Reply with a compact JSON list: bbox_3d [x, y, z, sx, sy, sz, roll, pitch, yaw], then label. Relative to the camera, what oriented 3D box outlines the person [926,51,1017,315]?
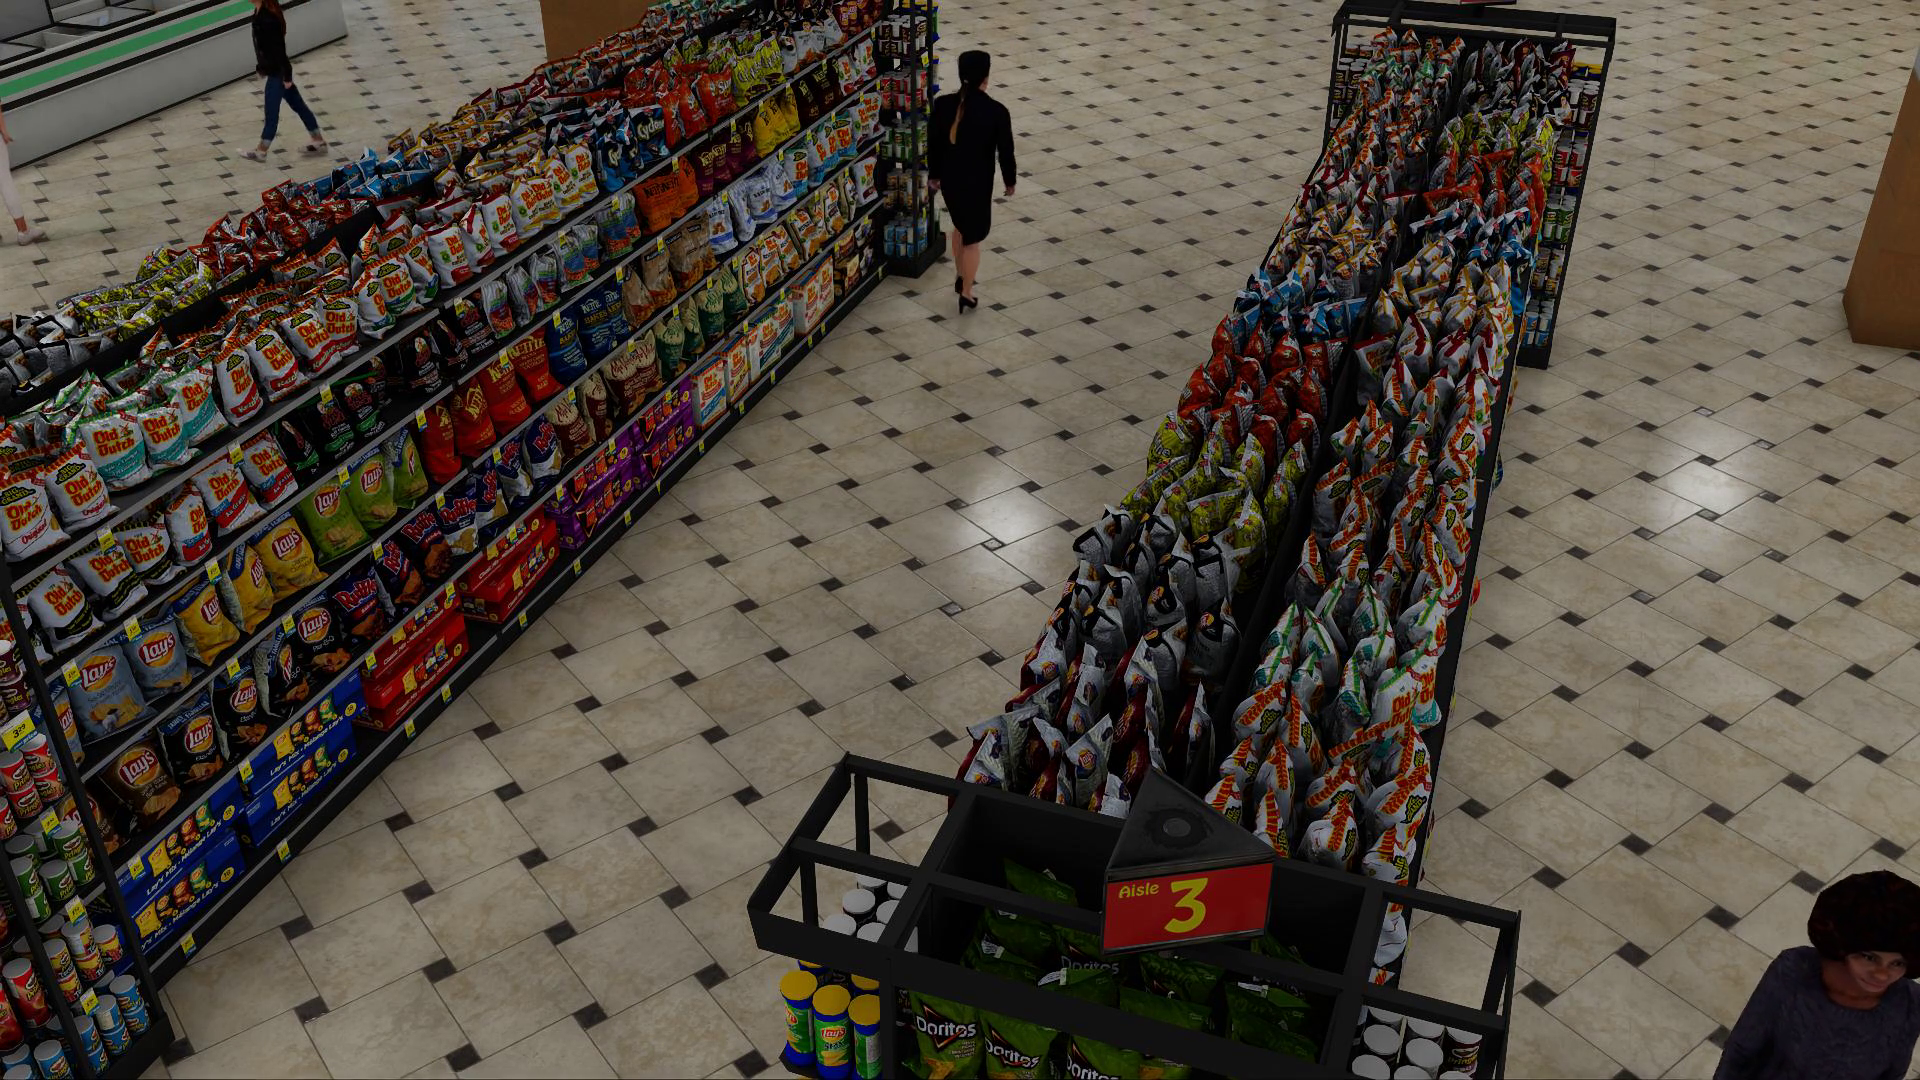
[{"bbox_3d":[0.020,-2.209,10.510,0.712,1.659,0.649,12,34,18],"label":"person"}]

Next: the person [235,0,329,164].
[{"bbox_3d":[-5.310,-3.713,13.128,1.001,1.447,0.940,-14,35,-22],"label":"person"}]

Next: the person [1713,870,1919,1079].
[{"bbox_3d":[2.234,1.508,4.525,0.618,1.669,1.082,12,34,19],"label":"person"}]
